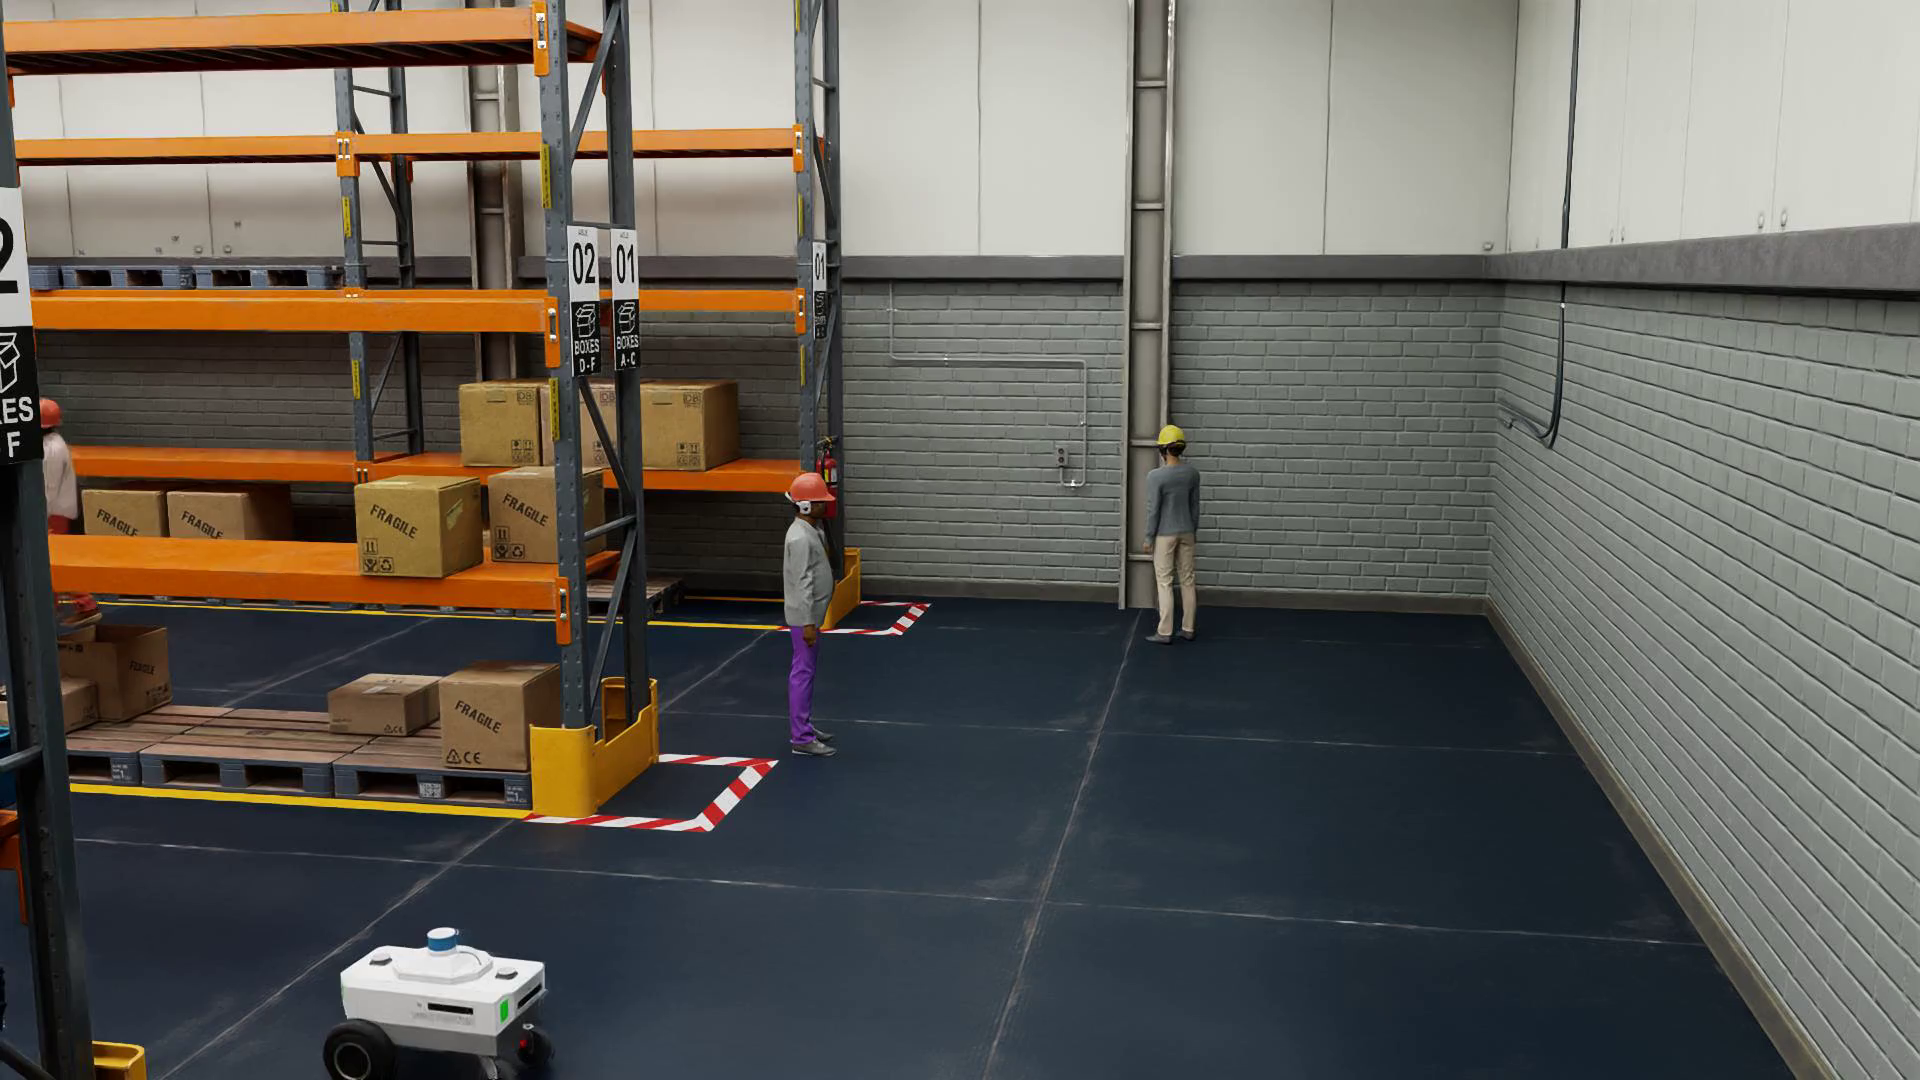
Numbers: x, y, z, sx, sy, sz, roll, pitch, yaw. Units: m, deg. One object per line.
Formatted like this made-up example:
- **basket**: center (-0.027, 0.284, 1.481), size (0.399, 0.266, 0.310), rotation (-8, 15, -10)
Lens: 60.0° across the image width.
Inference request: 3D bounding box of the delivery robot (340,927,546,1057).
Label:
- **delivery robot**: center (-1.907, 1.681, 6.159), size (0.707, 0.478, 0.477), rotation (2, 9, 13)

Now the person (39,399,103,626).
- **person**: center (-7.678, -0.237, 14.091), size (0.559, 1.944, 0.665), rotation (-6, 11, -31)

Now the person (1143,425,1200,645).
- **person**: center (1.693, -0.040, 13.381), size (0.527, 1.768, 0.331), rotation (-5, 11, -30)

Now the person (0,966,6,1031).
- **person**: center (-1.875, 1.572, 3.151), size (0.587, 1.840, 0.951), rotation (-2, 9, -10)

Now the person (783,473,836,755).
- **person**: center (-0.932, 0.451, 10.369), size (0.327, 1.753, 0.563), rotation (-1, 9, -4)
